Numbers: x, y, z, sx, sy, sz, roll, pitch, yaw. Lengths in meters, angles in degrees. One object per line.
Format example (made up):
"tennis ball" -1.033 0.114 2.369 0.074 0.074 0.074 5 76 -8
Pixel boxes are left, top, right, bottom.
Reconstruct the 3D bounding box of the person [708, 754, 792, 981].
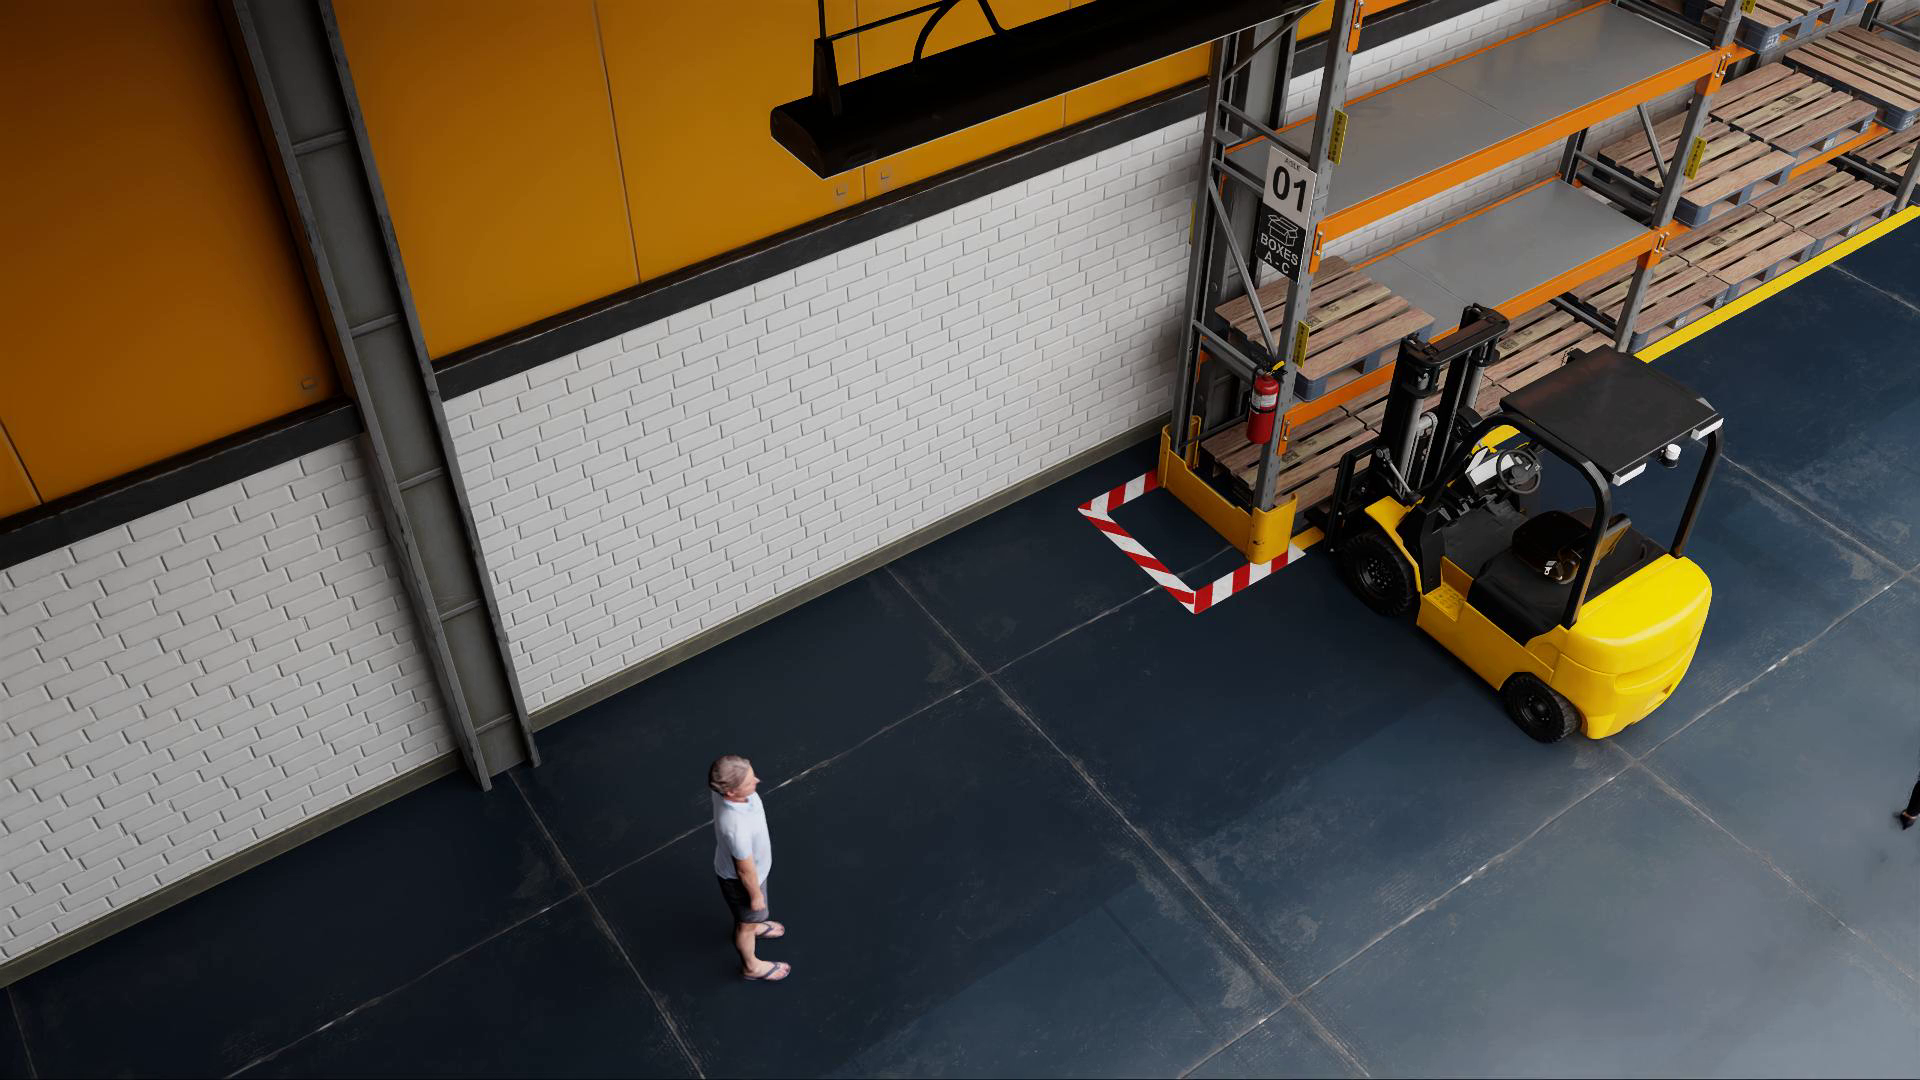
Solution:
"person" -1.193 1.759 9.045 0.728 1.833 0.735 -6 44 -6
